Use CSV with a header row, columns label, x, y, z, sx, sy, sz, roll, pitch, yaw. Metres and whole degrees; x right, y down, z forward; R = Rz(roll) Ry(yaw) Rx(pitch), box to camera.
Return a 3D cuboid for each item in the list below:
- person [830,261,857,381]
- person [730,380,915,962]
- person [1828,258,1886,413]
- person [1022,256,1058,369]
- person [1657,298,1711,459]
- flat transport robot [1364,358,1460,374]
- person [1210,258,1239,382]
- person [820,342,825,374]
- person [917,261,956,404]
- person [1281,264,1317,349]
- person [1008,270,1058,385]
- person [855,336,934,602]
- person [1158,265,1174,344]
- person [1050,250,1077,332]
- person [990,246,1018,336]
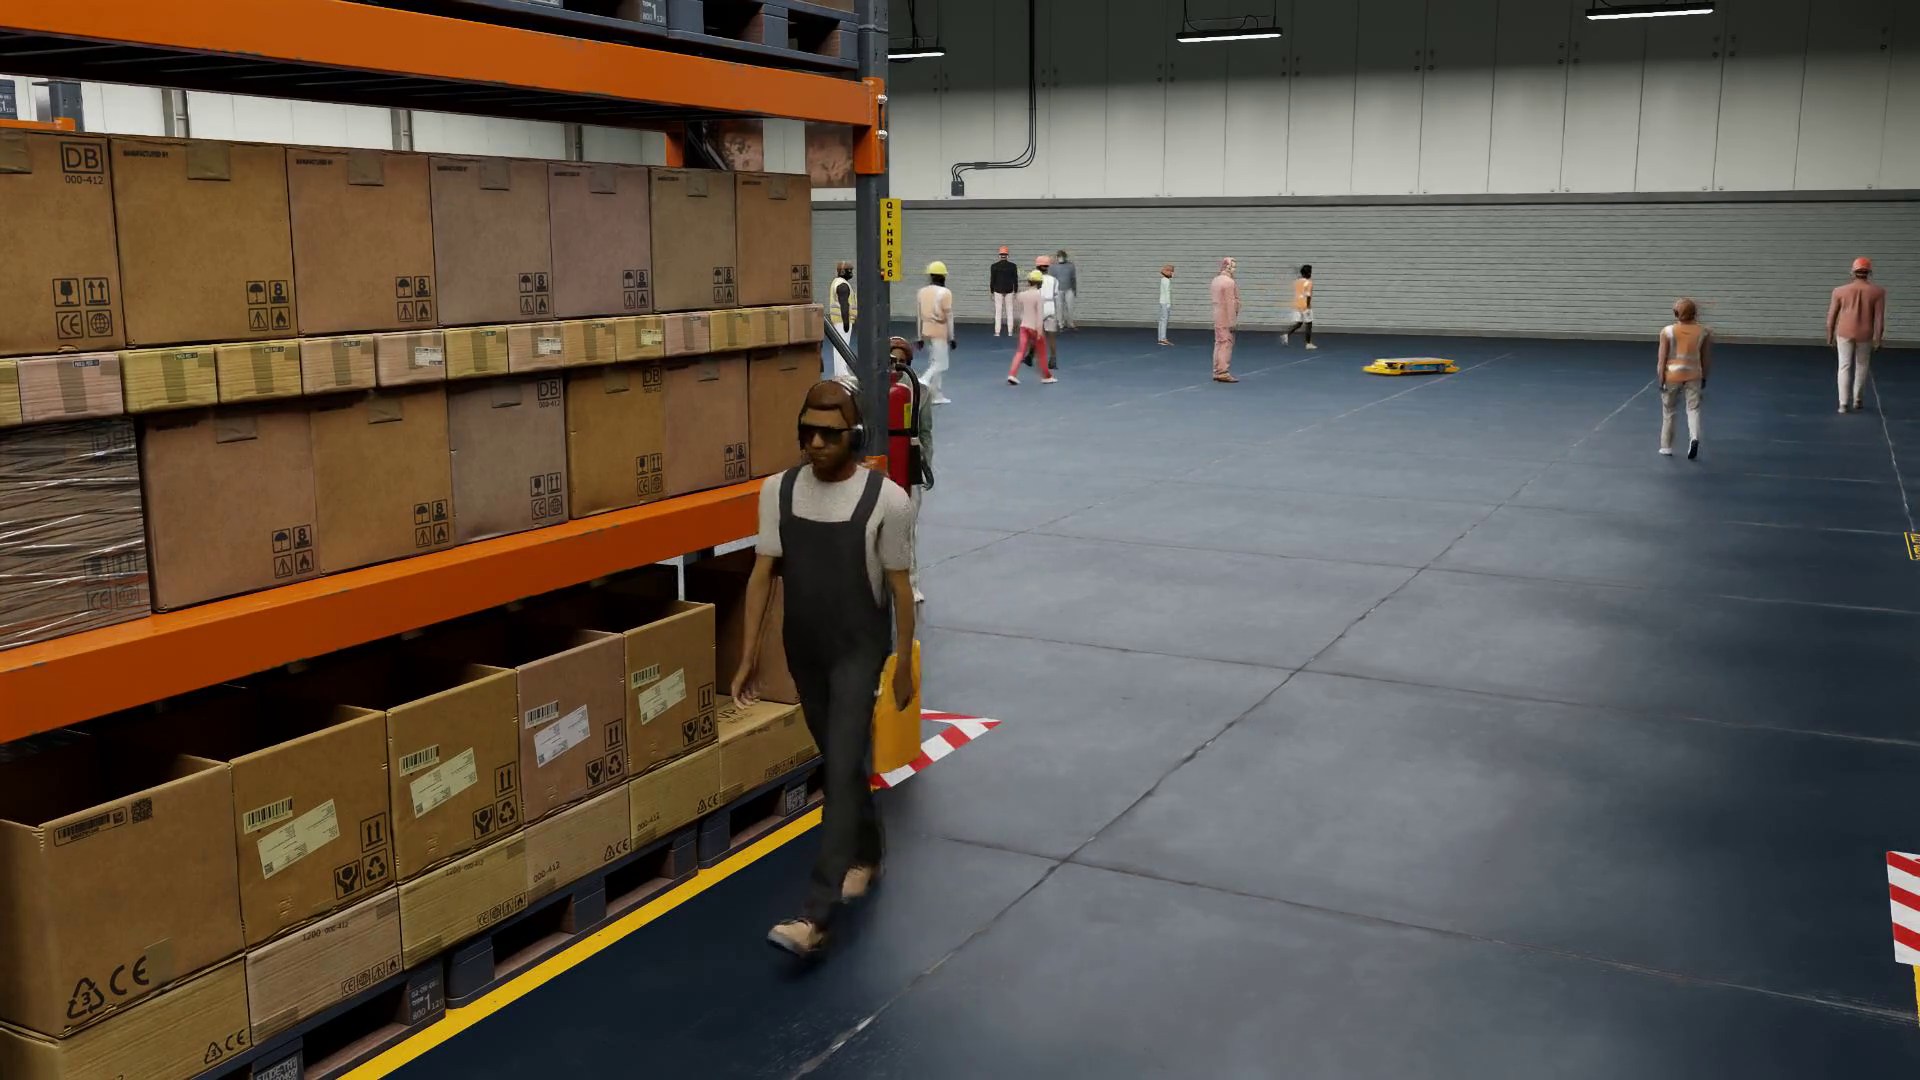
label,x,y,z,sx,sy,sz,roll,pitch,yaw
person,-1.784,-3.371,25.678,0.429,1.839,0.633,-2,11,-13
person,-0.440,0.392,5.289,0.518,1.785,0.985,4,11,23
person,11.483,-2.633,21.338,0.631,1.939,1.040,5,12,27
person,1.387,-3.853,28.175,0.572,1.878,1.005,-5,12,-27
person,7.285,-1.624,16.737,0.520,1.616,0.693,2,11,10
flat transport robot,7.363,-2.841,27.067,1.431,0.197,0.652,-5,11,-24
person,4.093,-3.368,25.549,0.404,1.892,0.708,-3,11,-15
person,-0.774,-0.132,8.048,0.438,1.828,0.629,6,12,28
person,-0.374,-2.711,21.902,0.678,1.906,0.593,-9,13,-39
person,6.695,-4.569,32.636,0.682,1.675,0.539,-4,11,-22
person,1.074,-3.193,25.025,0.891,1.724,0.526,-10,14,-43
person,-0.406,-0.423,10.147,0.512,1.640,0.311,-3,11,-17
person,4.256,-4.849,34.296,0.287,1.632,0.502,-1,10,-5
person,2.380,-5.755,38.514,0.653,1.896,0.497,-1,10,-7
person,0.978,-5.528,37.014,0.622,1.994,0.381,-1,10,-4
